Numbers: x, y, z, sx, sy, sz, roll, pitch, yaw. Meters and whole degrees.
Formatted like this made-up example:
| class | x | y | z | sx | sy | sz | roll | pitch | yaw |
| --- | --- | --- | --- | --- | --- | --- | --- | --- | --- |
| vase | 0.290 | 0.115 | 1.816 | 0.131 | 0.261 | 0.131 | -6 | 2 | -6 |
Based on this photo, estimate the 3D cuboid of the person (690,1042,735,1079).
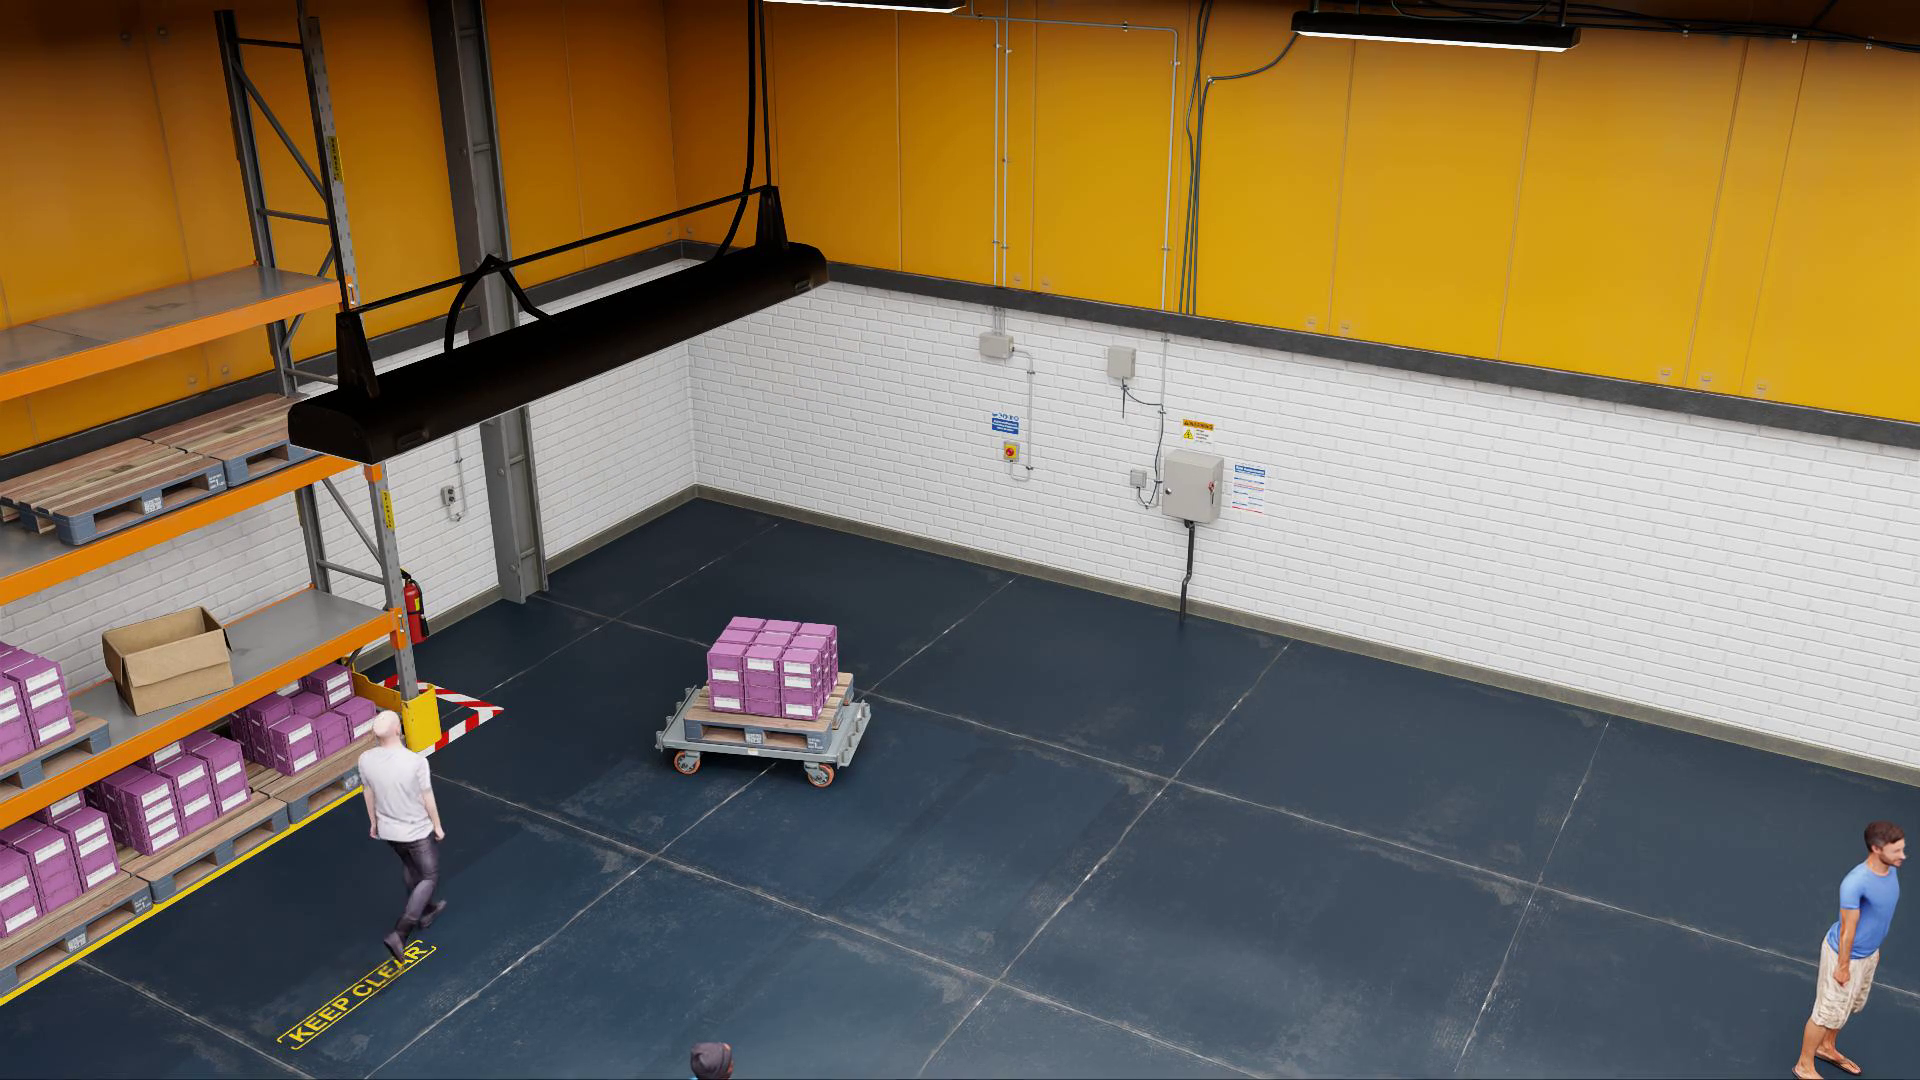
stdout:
| class | x | y | z | sx | sy | sz | roll | pitch | yaw |
| --- | --- | --- | --- | --- | --- | --- | --- | --- | --- |
| person | -1.249 | 3.301 | 8.524 | 0.687 | 1.794 | 0.689 | -15 | 28 | -31 |

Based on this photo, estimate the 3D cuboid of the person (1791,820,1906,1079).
| class | x | y | z | sx | sy | sz | roll | pitch | yaw |
| --- | --- | --- | --- | --- | --- | --- | --- | --- | --- |
| person | 5.486 | 2.520 | 10.225 | 0.634 | 1.864 | 0.779 | -17 | 29 | -34 |

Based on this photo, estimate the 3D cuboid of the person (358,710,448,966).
| class | x | y | z | sx | sy | sz | roll | pitch | yaw |
| --- | --- | --- | --- | --- | --- | --- | --- | --- | --- |
| person | -3.834 | 2.031 | 11.407 | 0.823 | 1.812 | 1.145 | 6 | 24 | 14 |
